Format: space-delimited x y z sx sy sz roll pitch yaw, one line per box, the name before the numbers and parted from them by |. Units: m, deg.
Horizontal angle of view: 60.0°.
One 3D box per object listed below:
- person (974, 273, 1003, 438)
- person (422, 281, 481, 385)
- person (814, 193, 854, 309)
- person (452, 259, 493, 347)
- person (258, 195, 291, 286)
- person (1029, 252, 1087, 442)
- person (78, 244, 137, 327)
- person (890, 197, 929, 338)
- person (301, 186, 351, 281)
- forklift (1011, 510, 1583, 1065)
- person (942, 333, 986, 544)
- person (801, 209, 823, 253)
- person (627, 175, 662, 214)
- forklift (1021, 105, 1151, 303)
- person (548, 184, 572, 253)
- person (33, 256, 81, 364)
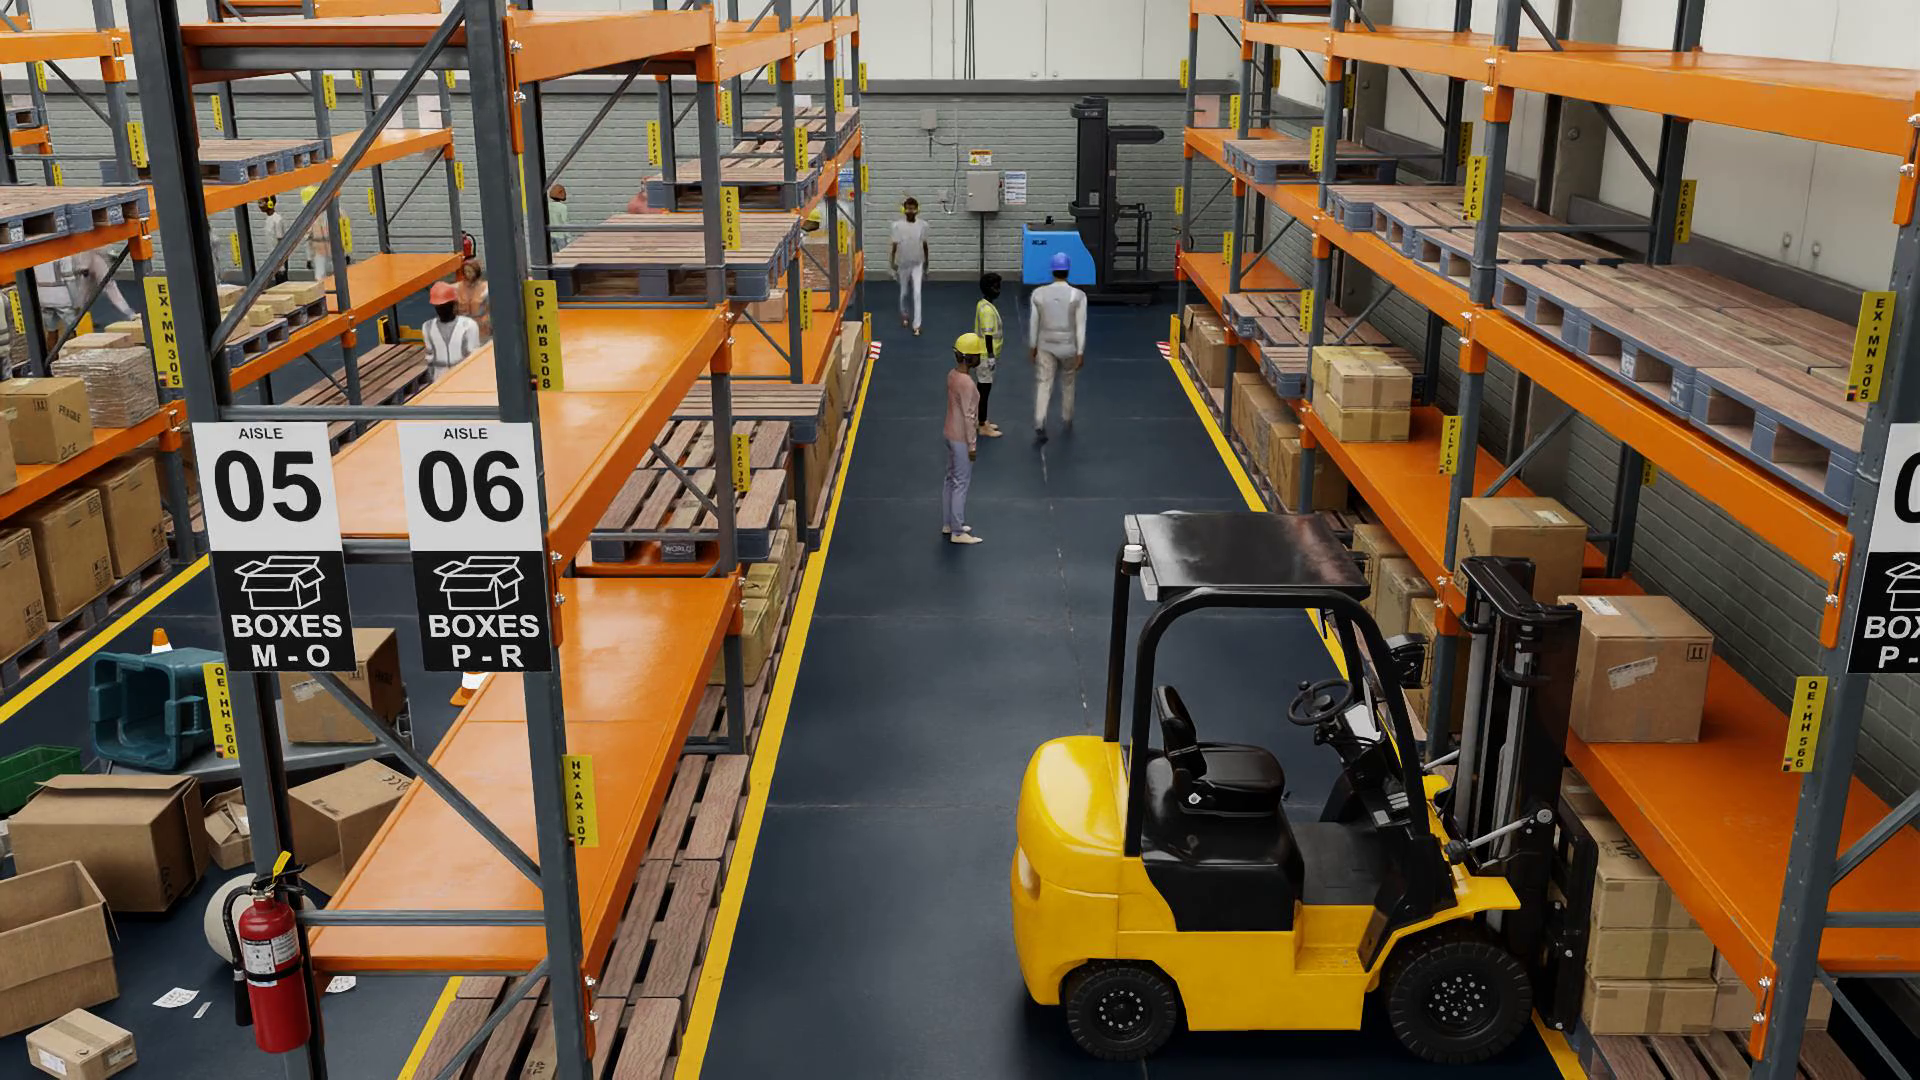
person | 0.283 -1.907 17.116 0.321 1.694 0.529 -1 18 -4
person | -4.673 -1.477 15.476 0.547 1.916 0.754 0 18 0
person | -1.796 -4.154 23.542 0.627 1.927 0.558 10 21 29
person | -5.345 -2.277 18.333 0.547 1.619 0.456 0 18 1
person | -9.258 -3.796 22.584 0.336 1.858 0.503 -13 22 -34
person | 0.984 -1.964 16.972 0.611 1.909 0.938 5 19 14
person | -11.661 -3.804 22.607 0.999 1.852 0.661 -8 20 -24
person | -0.680 -3.695 22.332 0.532 1.837 0.968 -2 18 -6
person | -8.772 -3.968 23.080 0.633 1.861 0.794 -2 18 -5
forklift | 1.387 1.055 7.378 2.313 2.155 1.214 0 18 0
person | 0.044 -0.845 13.813 0.349 1.761 0.528 -6 19 -16
person | -1.936 -3.472 21.797 0.321 1.731 0.490 0 18 0
person | -4.462 -4.319 24.097 0.649 1.901 0.399 -15 23 -38
forklift | 1.857 -4.944 24.441 1.873 2.768 1.129 0 18 0
person | -6.099 -4.595 25.359 0.503 1.628 0.279 17 25 41
person | -10.525 -2.779 19.393 0.545 1.929 0.387 1 18 4
